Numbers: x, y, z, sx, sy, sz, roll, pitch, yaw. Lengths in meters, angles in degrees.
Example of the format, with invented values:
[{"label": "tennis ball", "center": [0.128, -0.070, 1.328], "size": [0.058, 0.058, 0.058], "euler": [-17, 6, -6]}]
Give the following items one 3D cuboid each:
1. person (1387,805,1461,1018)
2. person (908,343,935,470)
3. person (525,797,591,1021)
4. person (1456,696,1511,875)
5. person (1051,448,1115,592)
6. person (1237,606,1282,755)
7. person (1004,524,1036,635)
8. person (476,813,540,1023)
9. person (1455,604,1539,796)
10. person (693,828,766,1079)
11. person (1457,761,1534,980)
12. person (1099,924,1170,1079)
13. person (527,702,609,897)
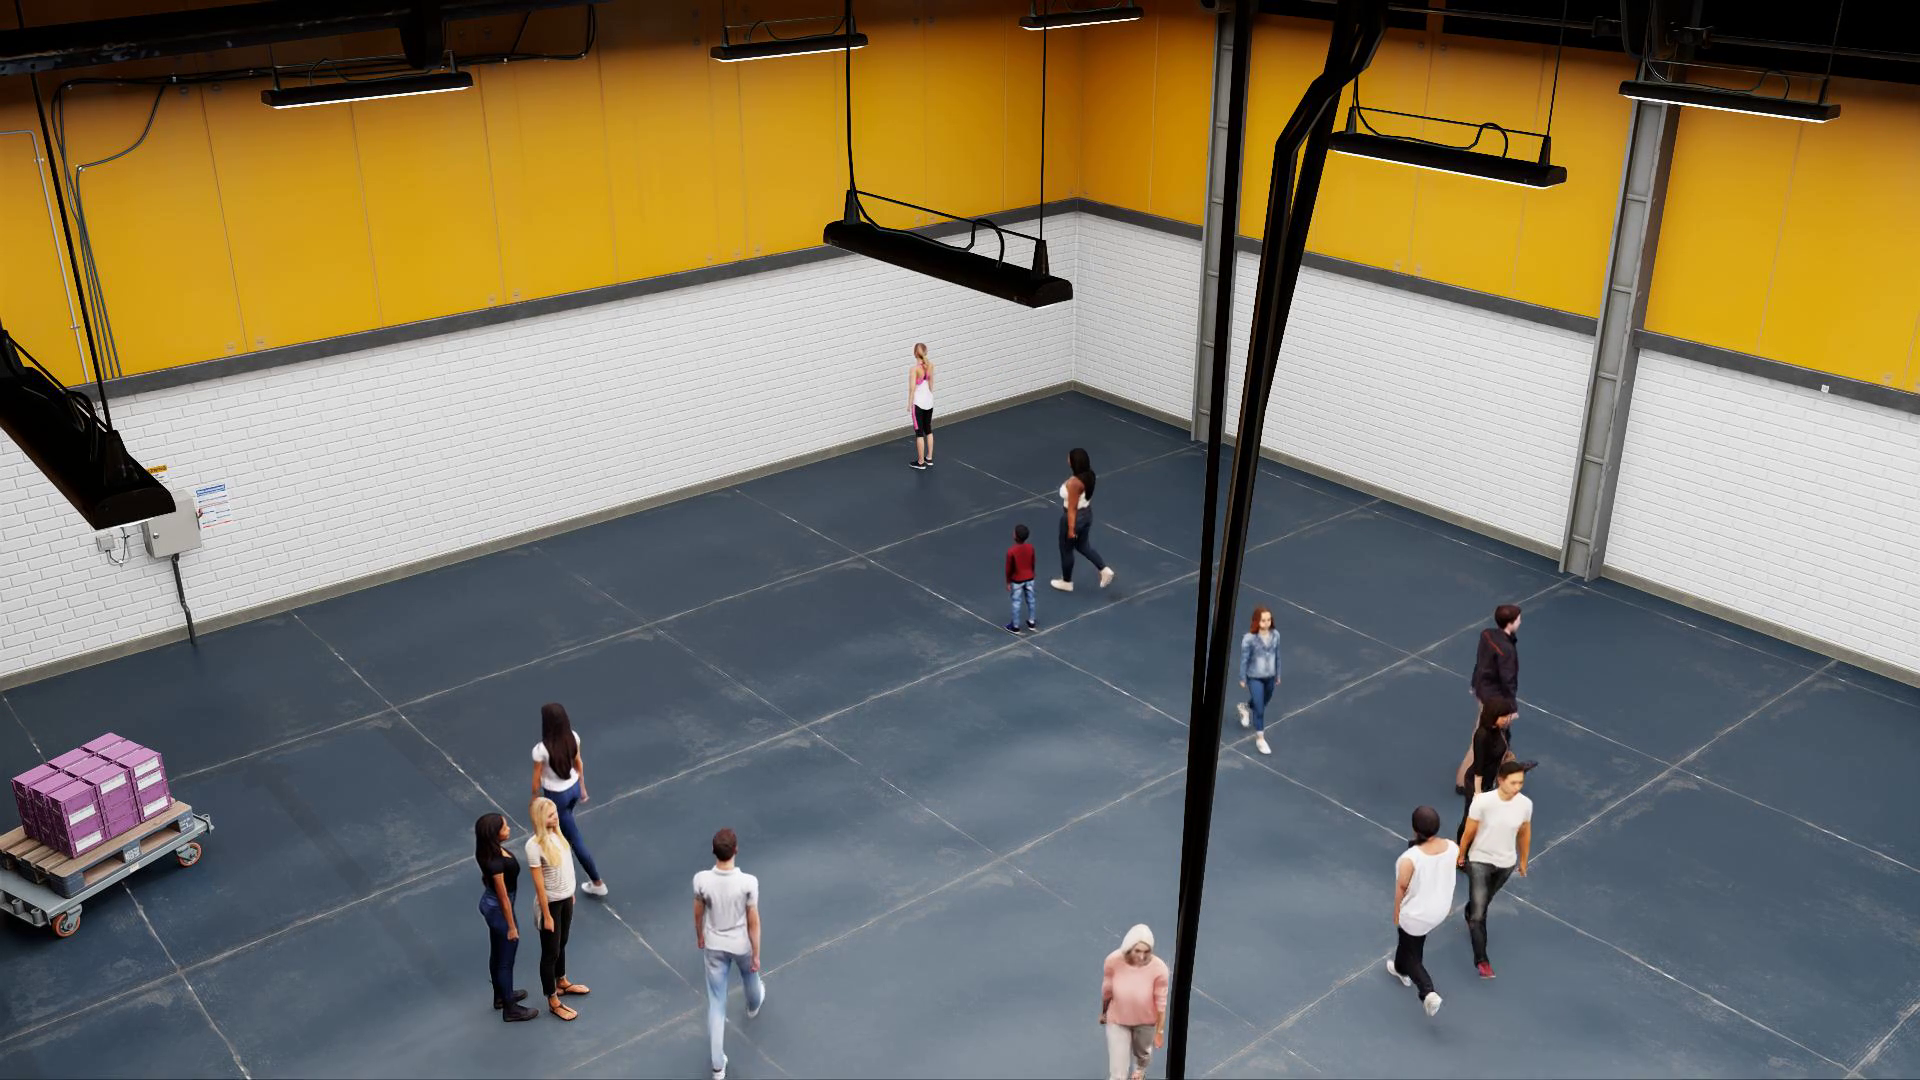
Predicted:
[{"label": "person", "center": [3.475, 2.788, 12.465], "size": [0.843, 1.662, 1.091], "euler": [-10, 25, -21]}, {"label": "person", "center": [-0.519, -1.859, 22.940], "size": [0.552, 1.788, 0.623], "euler": [21, 31, 39]}, {"label": "person", "center": [-3.049, 2.715, 12.427], "size": [0.721, 1.827, 0.673], "euler": [4, 24, 8]}, {"label": "person", "center": [4.425, 2.053, 14.174], "size": [0.599, 1.640, 0.636], "euler": [15, 28, 30]}, {"label": "person", "center": [1.433, -0.199, 19.137], "size": [1.071, 1.792, 0.804], "euler": [15, 28, 31]}, {"label": "person", "center": [2.889, 1.298, 16.130], "size": [0.759, 1.458, 0.983], "euler": [-8, 25, -19]}, {"label": "person", "center": [0.687, 0.421, 18.394], "size": [0.549, 1.251, 0.548], "euler": [-11, 26, -24]}, {"label": "person", "center": [-3.422, 2.786, 12.374], "size": [0.671, 1.739, 0.519], "euler": [-13, 27, -27]}, {"label": "person", "center": [4.792, 1.476, 15.174], "size": [1.148, 1.897, 1.153], "euler": [-2, 24, -5]}, {"label": "person", "center": [-1.661, 2.980, 11.860], "size": [1.193, 1.795, 1.291], "euler": [1, 24, 2]}, {"label": "person", "center": [4.159, 2.472, 13.079], "size": [1.081, 1.750, 1.236], "euler": [-2, 24, -4]}, {"label": "person", "center": [1.196, 3.245, 11.409], "size": [1.144, 1.671, 1.152], "euler": [6, 24, 14]}, {"label": "person", "center": [-3.217, 2.188, 13.756], "size": [1.207, 1.728, 0.821], "euler": [15, 28, 30]}]
